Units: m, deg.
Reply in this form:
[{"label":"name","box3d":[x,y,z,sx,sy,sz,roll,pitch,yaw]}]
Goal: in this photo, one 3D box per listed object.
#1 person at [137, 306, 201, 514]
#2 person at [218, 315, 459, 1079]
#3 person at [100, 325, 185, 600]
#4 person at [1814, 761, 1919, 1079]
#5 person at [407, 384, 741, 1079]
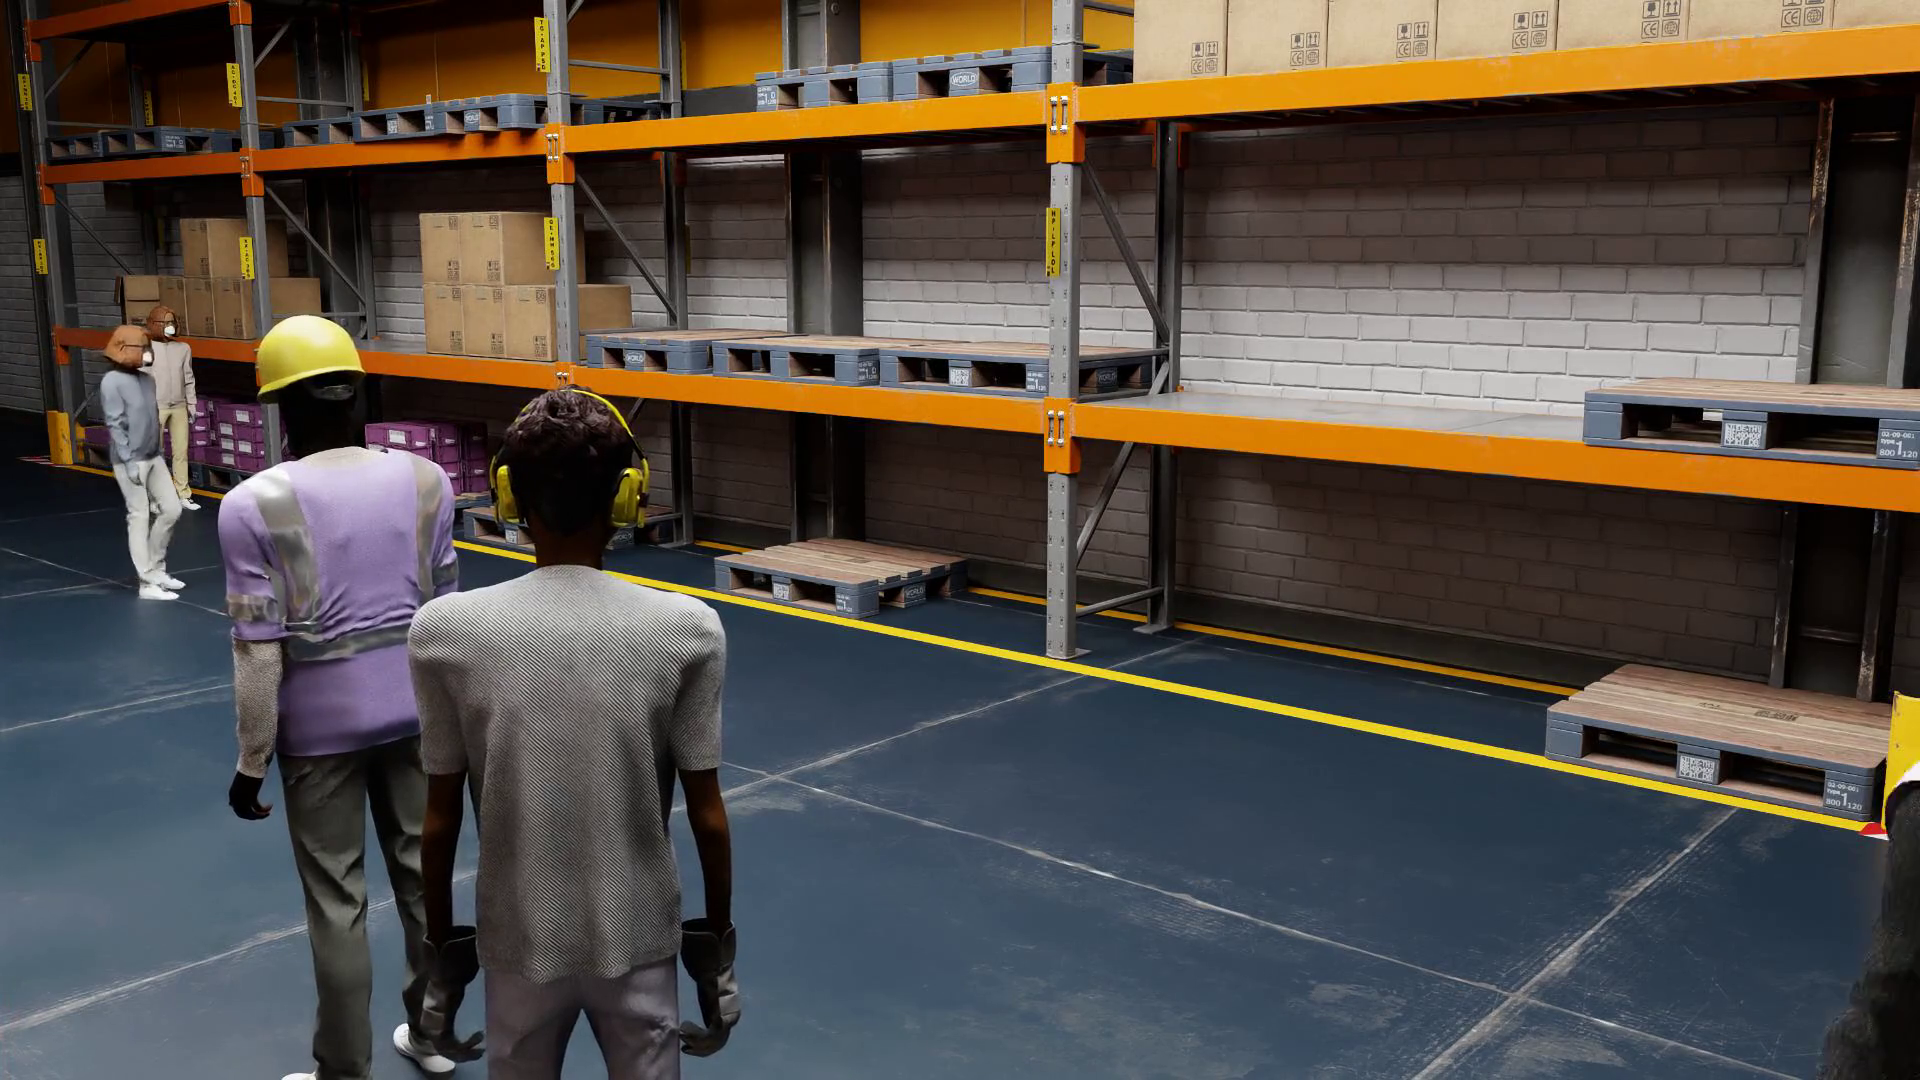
[{"label":"person","box3d":[-6.235,-1.021,13.078,0.277,1.629,0.496,7,12,33]},{"label":"person","box3d":[-1.473,0.429,3.987,0.380,1.919,0.585,8,13,38]},{"label":"person","box3d":[-4.823,-0.450,9.821,0.337,1.632,0.519,1,10,7]},{"label":"person","box3d":[1.243,0.788,2.027,0.629,1.882,0.942,-6,12,-30]},{"label":"person","box3d":[-0.622,0.683,2.717,0.519,1.861,0.316,-2,10,-9]}]
